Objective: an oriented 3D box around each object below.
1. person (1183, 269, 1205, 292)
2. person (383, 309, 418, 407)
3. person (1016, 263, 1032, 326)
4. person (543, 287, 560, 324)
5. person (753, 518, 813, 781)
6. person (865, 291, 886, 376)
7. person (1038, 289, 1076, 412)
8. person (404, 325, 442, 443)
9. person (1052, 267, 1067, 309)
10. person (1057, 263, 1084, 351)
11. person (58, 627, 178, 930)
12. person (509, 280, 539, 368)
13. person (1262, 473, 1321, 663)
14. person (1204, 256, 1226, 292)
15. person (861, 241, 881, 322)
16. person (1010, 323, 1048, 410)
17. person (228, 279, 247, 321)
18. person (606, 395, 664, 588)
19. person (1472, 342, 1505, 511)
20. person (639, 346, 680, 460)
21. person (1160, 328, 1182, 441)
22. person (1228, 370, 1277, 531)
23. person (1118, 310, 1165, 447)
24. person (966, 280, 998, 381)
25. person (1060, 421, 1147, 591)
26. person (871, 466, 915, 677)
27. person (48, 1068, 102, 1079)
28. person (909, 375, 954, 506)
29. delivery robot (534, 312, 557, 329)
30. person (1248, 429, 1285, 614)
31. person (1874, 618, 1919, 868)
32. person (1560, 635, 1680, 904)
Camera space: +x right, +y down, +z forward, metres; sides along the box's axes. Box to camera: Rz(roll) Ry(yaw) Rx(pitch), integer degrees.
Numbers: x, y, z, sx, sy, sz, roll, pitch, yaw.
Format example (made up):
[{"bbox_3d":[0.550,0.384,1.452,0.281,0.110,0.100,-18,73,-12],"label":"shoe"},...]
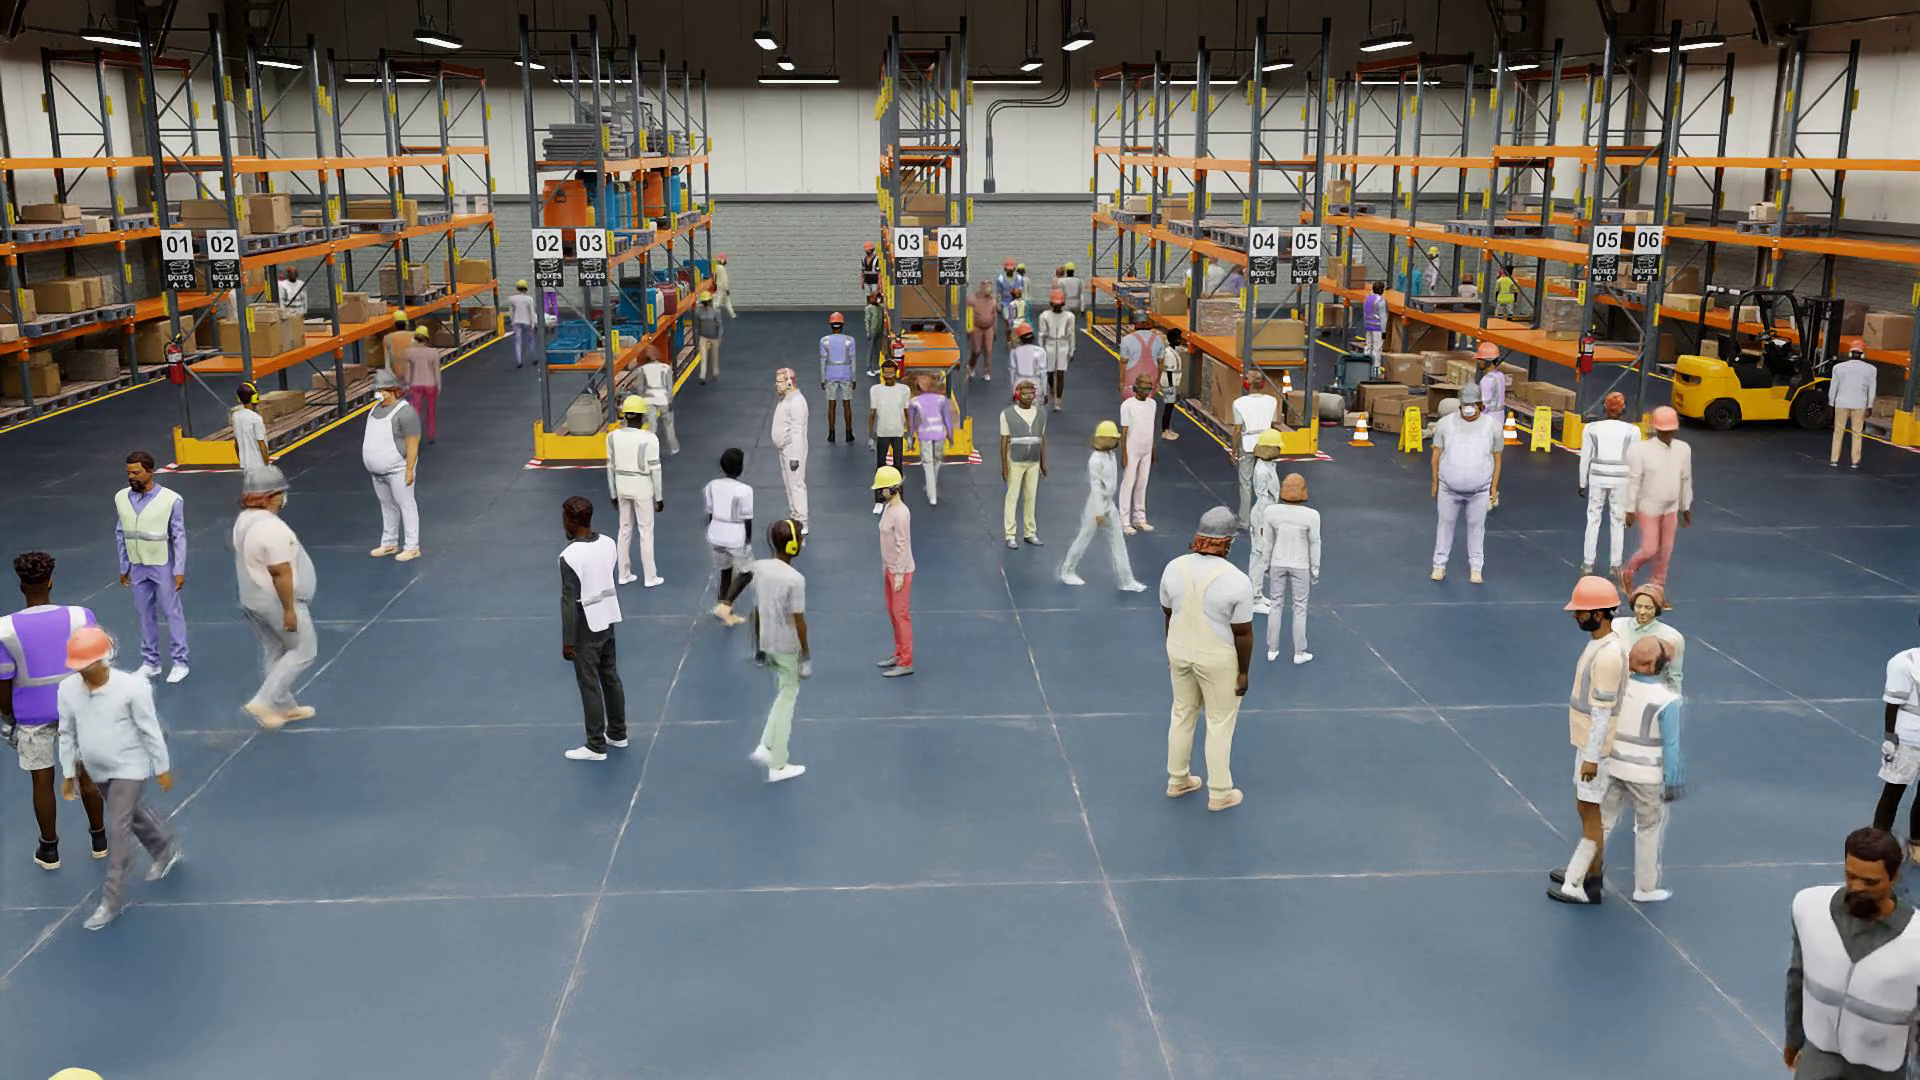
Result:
[{"bbox_3d":[5.369,-5.554,38.130,0.573,1.885,0.357,12,18,41],"label":"person"},{"bbox_3d":[-8.479,-2.558,25.392,0.588,1.908,0.731,-2,13,-8],"label":"person"},{"bbox_3d":[1.426,-5.482,38.182,0.535,1.721,0.891,-7,15,-27],"label":"person"},{"bbox_3d":[-10.187,-6.202,41.156,0.572,1.750,0.330,-9,16,-32],"label":"person"},{"bbox_3d":[-1.205,0.756,11.462,0.423,1.851,0.552,-12,18,-42],"label":"person"},{"bbox_3d":[-1.620,-3.979,31.992,0.278,1.634,0.499,11,17,40],"label":"person"},{"bbox_3d":[1.619,-3.182,27.783,0.624,2.027,0.733,1,13,5],"label":"person"},{"bbox_3d":[-7.922,-2.283,24.553,0.525,1.759,0.444,-2,13,-8],"label":"person"},{"bbox_3d":[2.313,-5.492,38.422,0.361,1.626,0.561,-9,16,-34],"label":"person"},{"bbox_3d":[2.370,-5.040,35.989,0.603,1.870,1.048,-2,13,-9],"label":"person"},{"bbox_3d":[-4.848,1.277,9.594,0.562,1.702,0.882,3,14,13],"label":"person"},{"bbox_3d":[-8.735,-4.333,33.306,0.543,1.727,0.876,0,13,0],"label":"person"},{"bbox_3d":[2.812,0.237,14.128,0.507,1.636,0.277,7,15,26],"label":"person"},{"bbox_3d":[5.859,-5.720,38.887,0.761,1.863,0.417,-7,15,-27],"label":"person"},{"bbox_3d":[-2.232,-6.456,41.644,0.612,2.033,0.411,9,16,34],"label":"person"},{"bbox_3d":[0.999,-2.121,23.557,0.592,1.896,0.455,6,15,24],"label":"person"},{"bbox_3d":[-13.872,-4.171,32.065,0.409,1.986,0.618,-3,14,-14],"label":"person"},{"bbox_3d":[-3.227,-0.485,16.596,0.587,1.917,0.400,5,14,20],"label":"person"},{"bbox_3d":[6.345,-1.369,20.095,0.419,2.034,0.605,8,16,32],"label":"person"},{"bbox_3d":[-4.225,-1.924,23.368,0.528,1.584,0.854,2,13,10],"label":"person"},{"bbox_3d":[3.159,-2.334,24.917,0.320,1.686,0.539,3,14,11],"label":"person"},{"bbox_3d":[3.347,-1.014,18.980,0.572,1.843,0.373,-5,14,-22],"label":"person"},{"bbox_3d":[2.614,-2.362,24.273,0.689,2.000,0.535,-4,14,-17],"label":"person"},{"bbox_3d":[0.435,-3.944,31.327,0.666,1.872,0.510,-6,15,-24],"label":"person"},{"bbox_3d":[1.396,-0.342,16.457,0.919,1.700,0.494,8,16,31],"label":"person"},{"bbox_3d":[-0.556,0.252,13.821,0.342,1.753,0.535,-4,14,-16],"label":"person"},{"bbox_3d":[-2.513,2.354,4.883,0.522,1.769,0.312,-9,16,-33],"label":"person"},{"bbox_3d":[-0.362,-1.228,20.466,0.545,1.572,0.894,-4,14,-17],"label":"person"},{"bbox_3d":[-9.895,-5.207,39.307,0.707,0.478,0.477,5,14,22],"label":"delivery robot"},{"bbox_3d":[2.884,-0.187,15.694,0.292,1.745,0.485,3,14,12],"label":"person"},{"bbox_3d":[5.759,1.195,9.941,0.541,1.695,0.316,-1,13,-6],"label":"person"},{"bbox_3d":[3.836,1.340,9.518,0.690,1.604,0.531,-7,15,-29],"label":"person"}]
